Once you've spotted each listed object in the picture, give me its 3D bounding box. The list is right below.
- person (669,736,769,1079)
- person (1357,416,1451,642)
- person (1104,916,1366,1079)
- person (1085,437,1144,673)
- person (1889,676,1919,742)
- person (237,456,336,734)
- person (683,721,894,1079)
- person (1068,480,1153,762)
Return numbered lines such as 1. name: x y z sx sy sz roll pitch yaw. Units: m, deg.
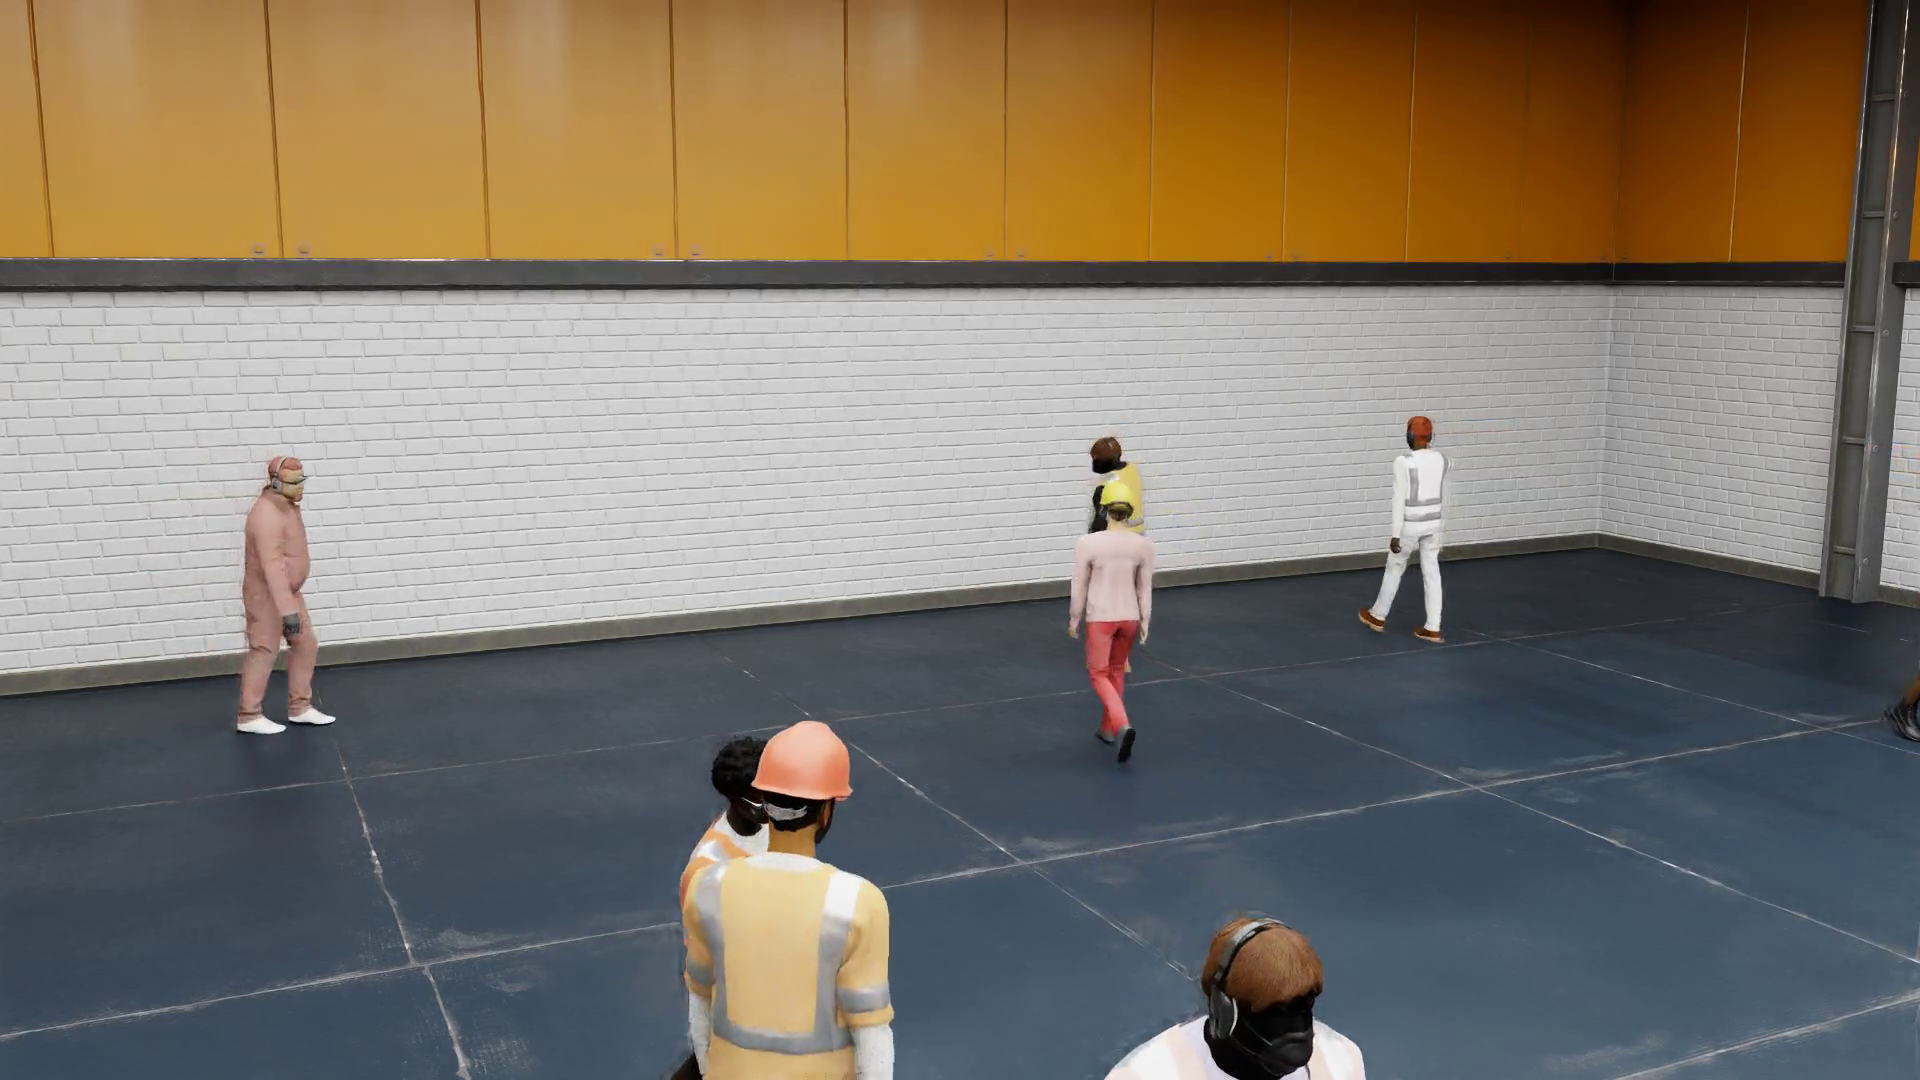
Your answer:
1. person: -0.734 1.380 5.215 0.844 1.654 0.526 2 9 14
2. person: 3.718 -0.110 13.847 0.613 1.850 0.860 -4 10 -24
3. person: 0.567 1.624 3.216 0.640 1.802 0.897 -3 10 -18
4. person: 1.156 0.111 12.639 0.431 1.808 0.704 5 10 27
5. person: 6.318 0.424 10.415 0.557 1.901 0.956 -3 10 -17
6. person: -4.437 0.372 10.836 0.713 1.853 0.674 -1 9 -7
7. person: -0.434 1.412 4.196 0.572 1.911 0.515 2 9 11
8. person: 0.979 0.497 10.424 0.520 1.734 0.759 -3 10 -19
